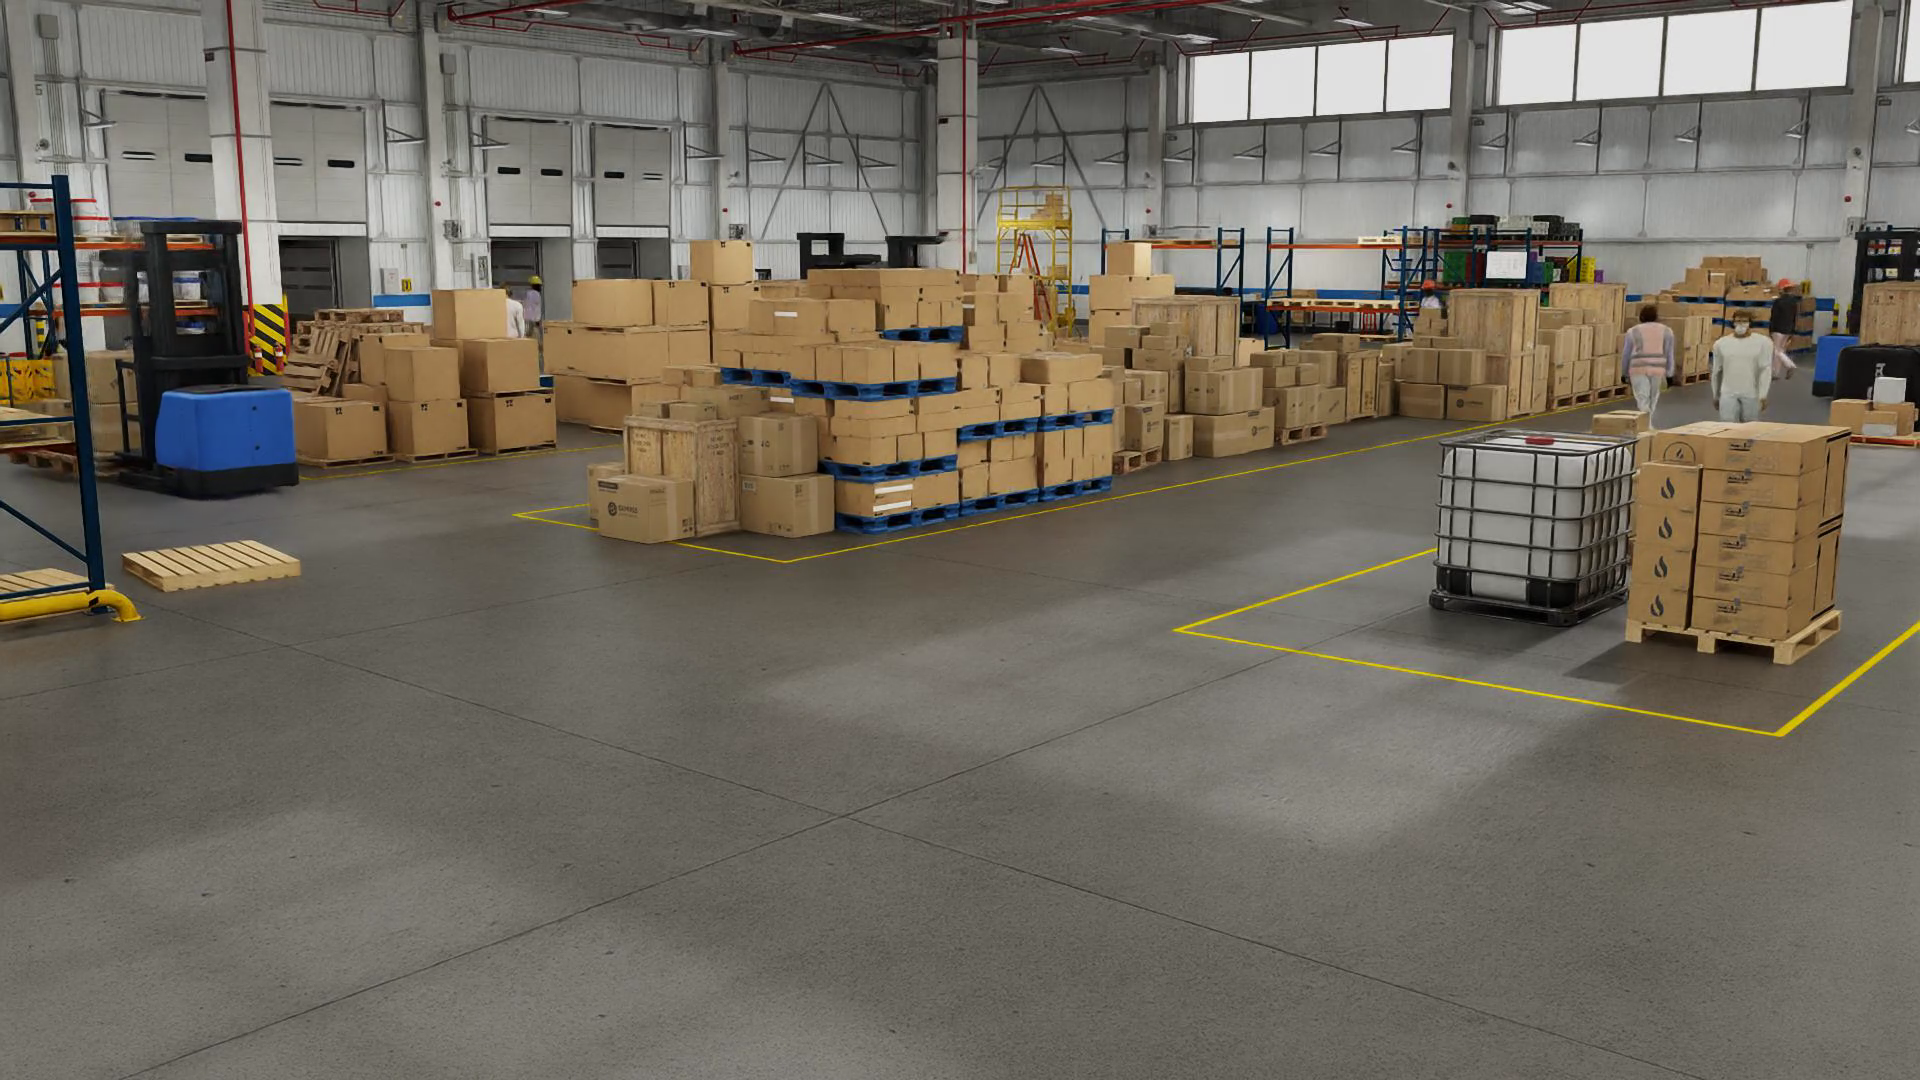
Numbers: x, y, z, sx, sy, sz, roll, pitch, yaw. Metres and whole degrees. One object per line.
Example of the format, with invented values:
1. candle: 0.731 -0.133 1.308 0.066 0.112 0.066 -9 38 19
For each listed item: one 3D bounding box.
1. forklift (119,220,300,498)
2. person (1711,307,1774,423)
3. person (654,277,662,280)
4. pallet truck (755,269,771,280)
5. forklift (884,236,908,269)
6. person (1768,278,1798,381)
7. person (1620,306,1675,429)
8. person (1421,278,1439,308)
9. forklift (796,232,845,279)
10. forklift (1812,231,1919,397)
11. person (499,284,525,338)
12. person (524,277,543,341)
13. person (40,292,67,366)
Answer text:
1. forklift: -7.946 -1.940 17.438 1.873 2.768 1.129 8 13 40
2. person: 8.624 -1.616 18.381 0.629 1.915 0.919 6 11 30
3. person: -6.513 -4.726 36.026 0.635 1.929 0.387 -5 11 -25
4. pallet truck: -4.996 -6.432 45.525 1.885 1.965 0.823 -6 12 -32
5. forklift: -1.486 -5.793 39.376 1.873 2.768 1.129 2 10 12
6. person: 15.716 -3.994 31.713 0.628 1.972 0.678 -5 11 -26
7. person: 9.036 -2.192 21.983 0.629 1.785 0.960 0 10 1
8. person: 9.515 -4.353 33.891 0.386 1.943 0.547 -3 10 -15
9. forklift: -2.550 -4.254 30.610 1.873 2.768 1.129 8 13 40
10. forklift: 15.392 -3.769 27.851 1.873 2.768 1.129 -6 12 -31
11. person: -7.831 -3.458 28.778 0.627 1.934 0.372 0 10 1
12. person: -9.862 -5.204 38.869 0.974 1.870 0.609 -8 13 -37
13. person: -19.735 -4.640 36.330 0.874 1.645 0.537 -6 12 -30
